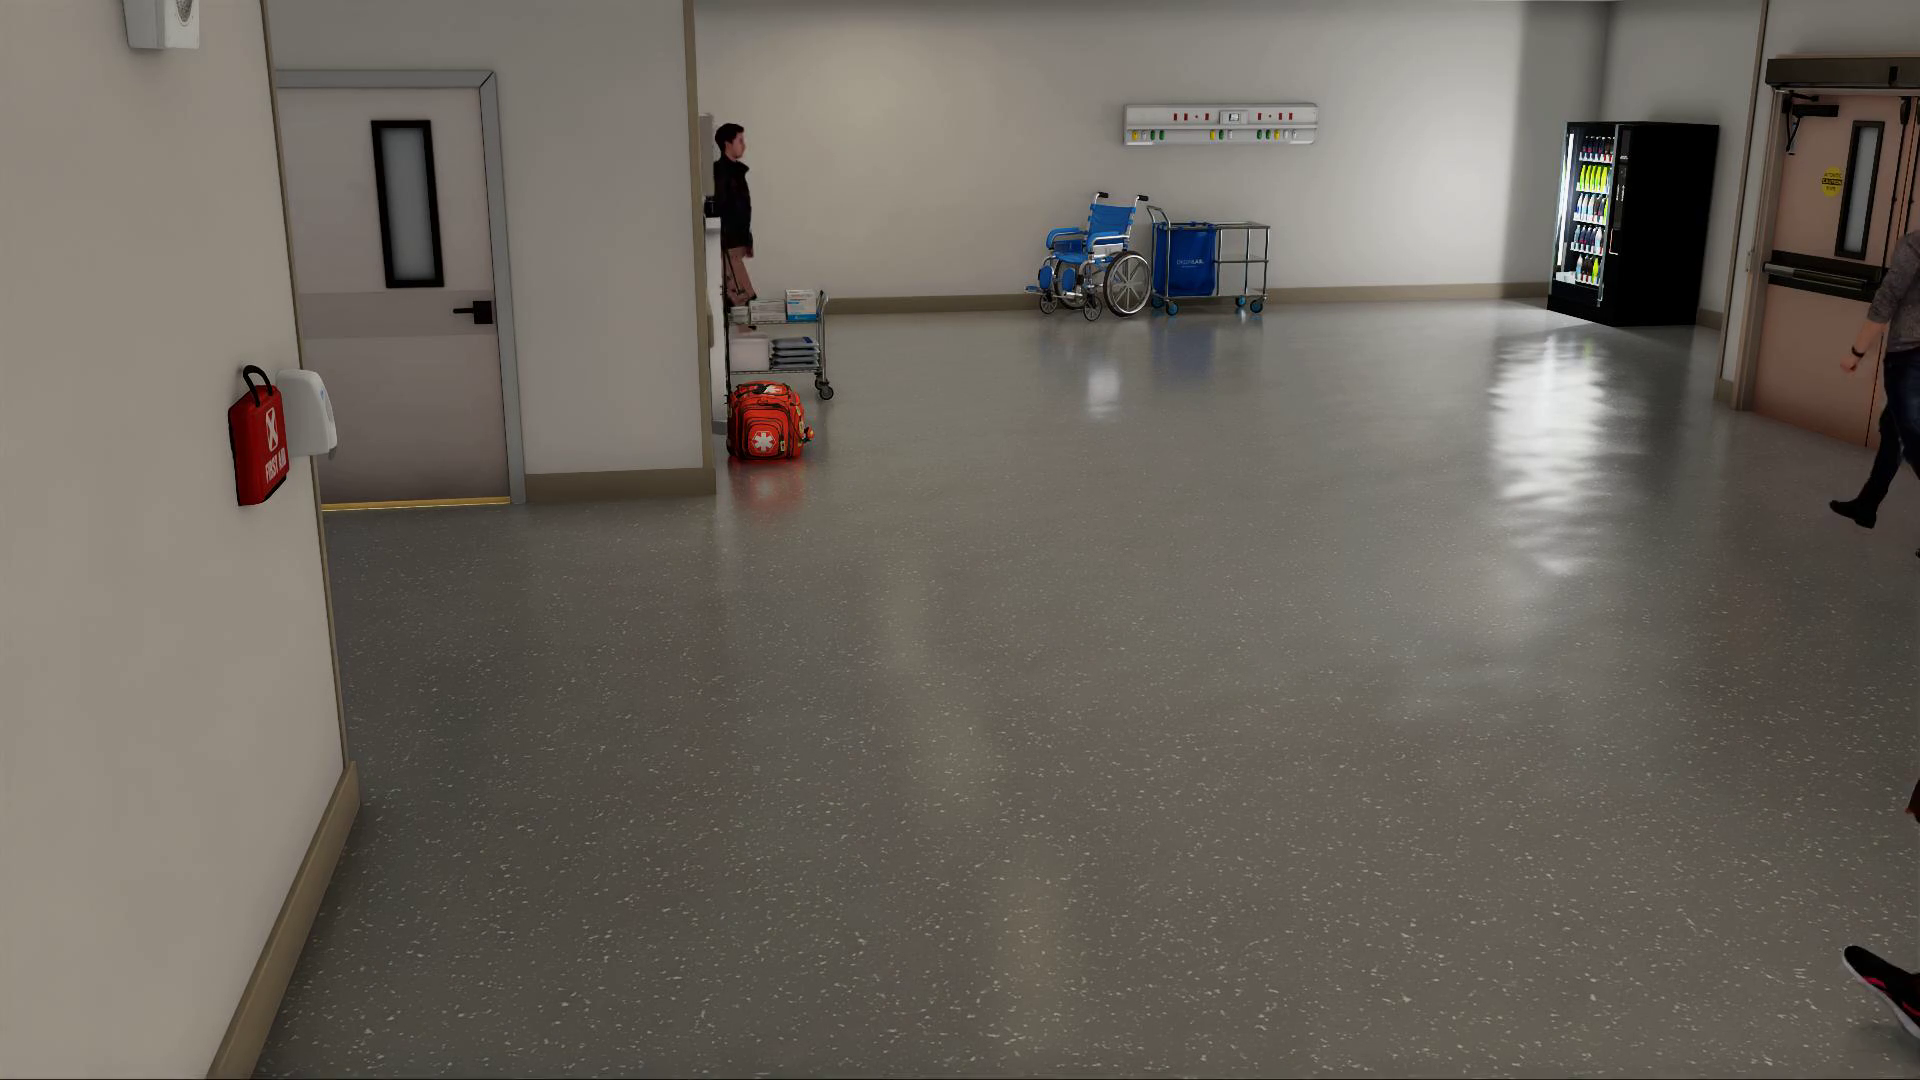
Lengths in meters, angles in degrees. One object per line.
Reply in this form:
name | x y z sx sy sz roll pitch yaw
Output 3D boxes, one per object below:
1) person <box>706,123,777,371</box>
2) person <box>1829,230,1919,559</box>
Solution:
person | -1.895 -2.248 12.946 0.941 1.902 0.974 2 16 6
person | 4.654 -0.813 7.928 0.823 1.863 1.292 -5 16 -17
